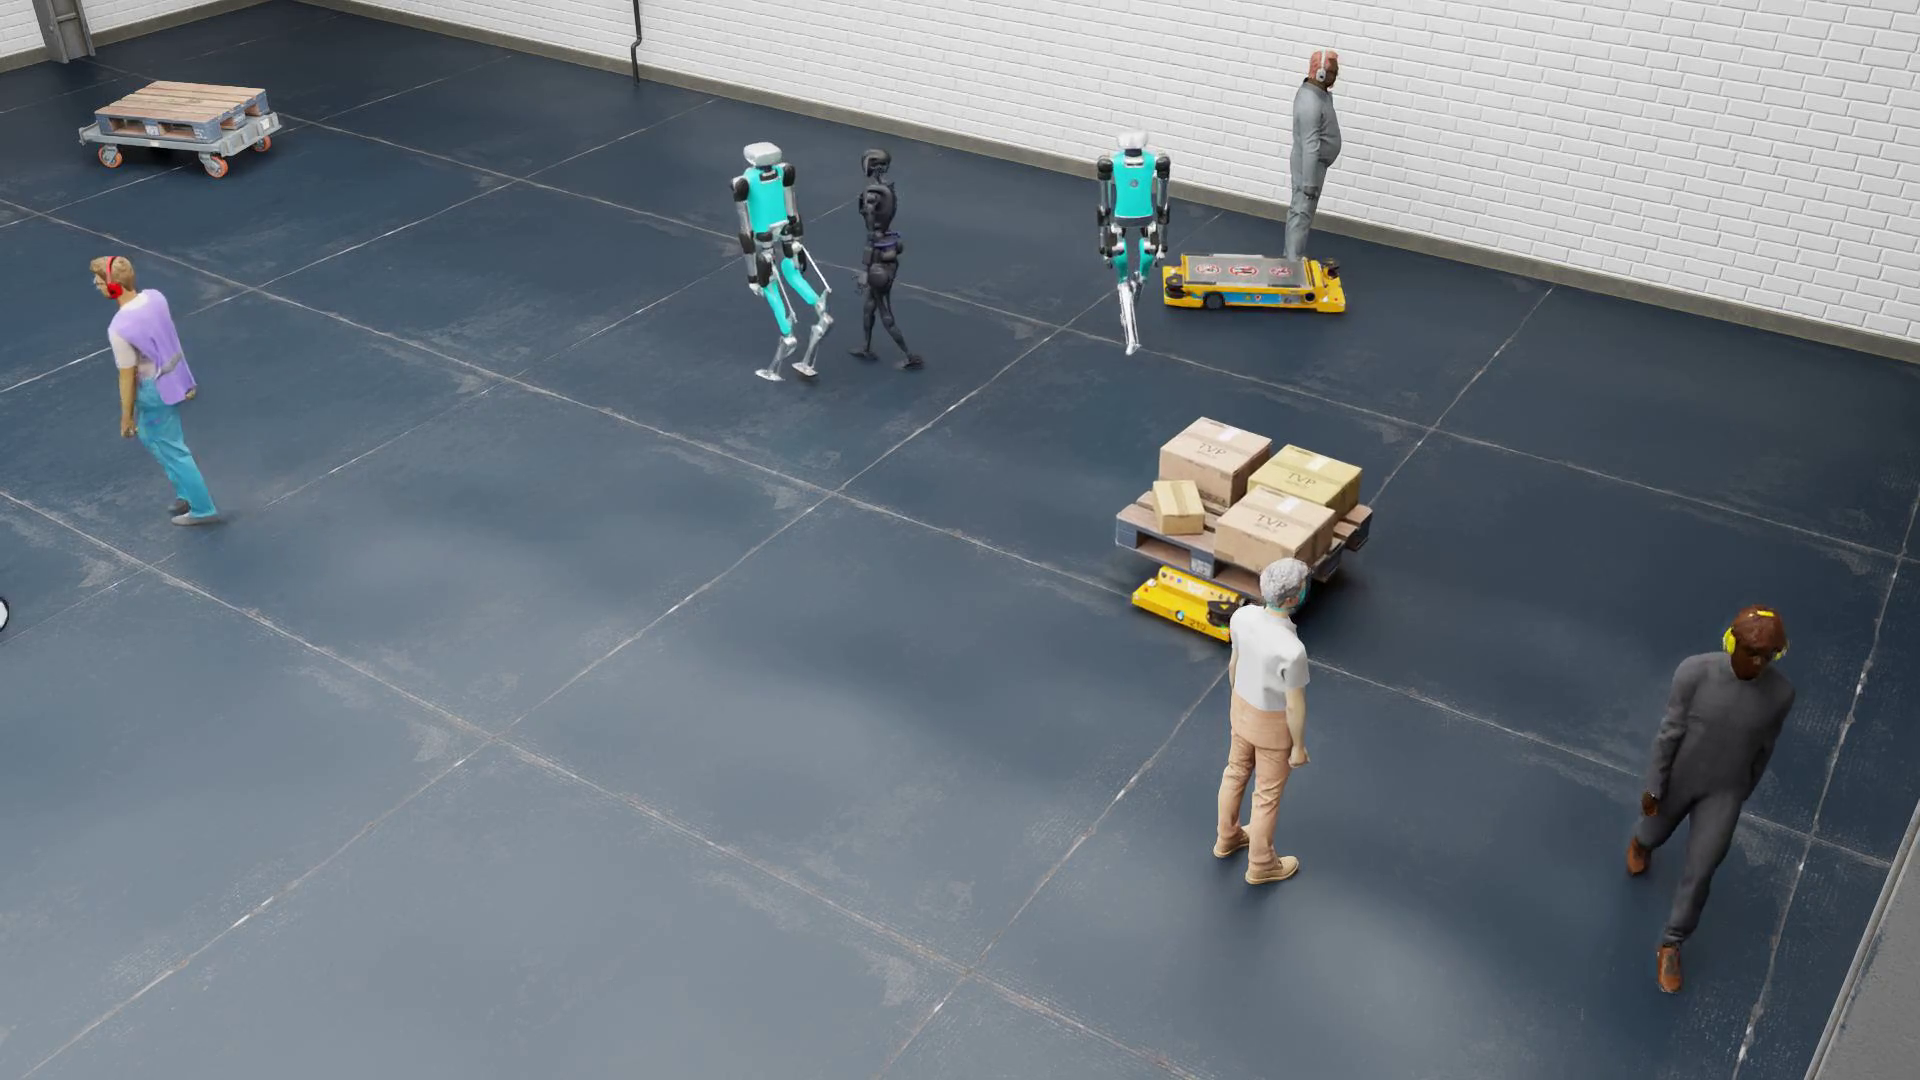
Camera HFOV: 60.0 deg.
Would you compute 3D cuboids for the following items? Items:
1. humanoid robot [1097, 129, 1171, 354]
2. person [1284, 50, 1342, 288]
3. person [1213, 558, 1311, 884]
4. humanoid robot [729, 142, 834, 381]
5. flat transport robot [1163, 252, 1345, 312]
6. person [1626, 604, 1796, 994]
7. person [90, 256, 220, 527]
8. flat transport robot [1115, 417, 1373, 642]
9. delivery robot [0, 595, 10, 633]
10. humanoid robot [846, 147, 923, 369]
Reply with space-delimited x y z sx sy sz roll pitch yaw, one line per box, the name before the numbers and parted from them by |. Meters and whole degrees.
humanoid robot | 1.286 -2.287 12.535 0.563 1.840 0.813 2 33 3
person | 2.834 -2.984 13.386 0.414 1.908 0.642 5 33 7
person | 1.408 0.826 7.602 0.320 1.748 0.471 -19 37 -27
humanoid robot | -1.185 -1.892 11.844 0.822 1.767 0.540 28 42 36
flat transport robot | 2.374 -2.087 13.504 1.431 0.231 0.659 3 33 4
person | 3.231 1.008 7.231 0.491 1.847 0.848 11 34 17
person | -4.966 -0.878 10.174 0.546 1.826 0.566 -2 33 -3
flat transport robot | 1.699 0.109 10.087 0.659 0.231 1.431 22 39 30
delivery robot | -5.852 0.399 9.343 0.499 0.565 0.745 11 34 17
humanoid robot | -0.575 -2.042 12.162 0.606 1.652 0.609 3 33 4
